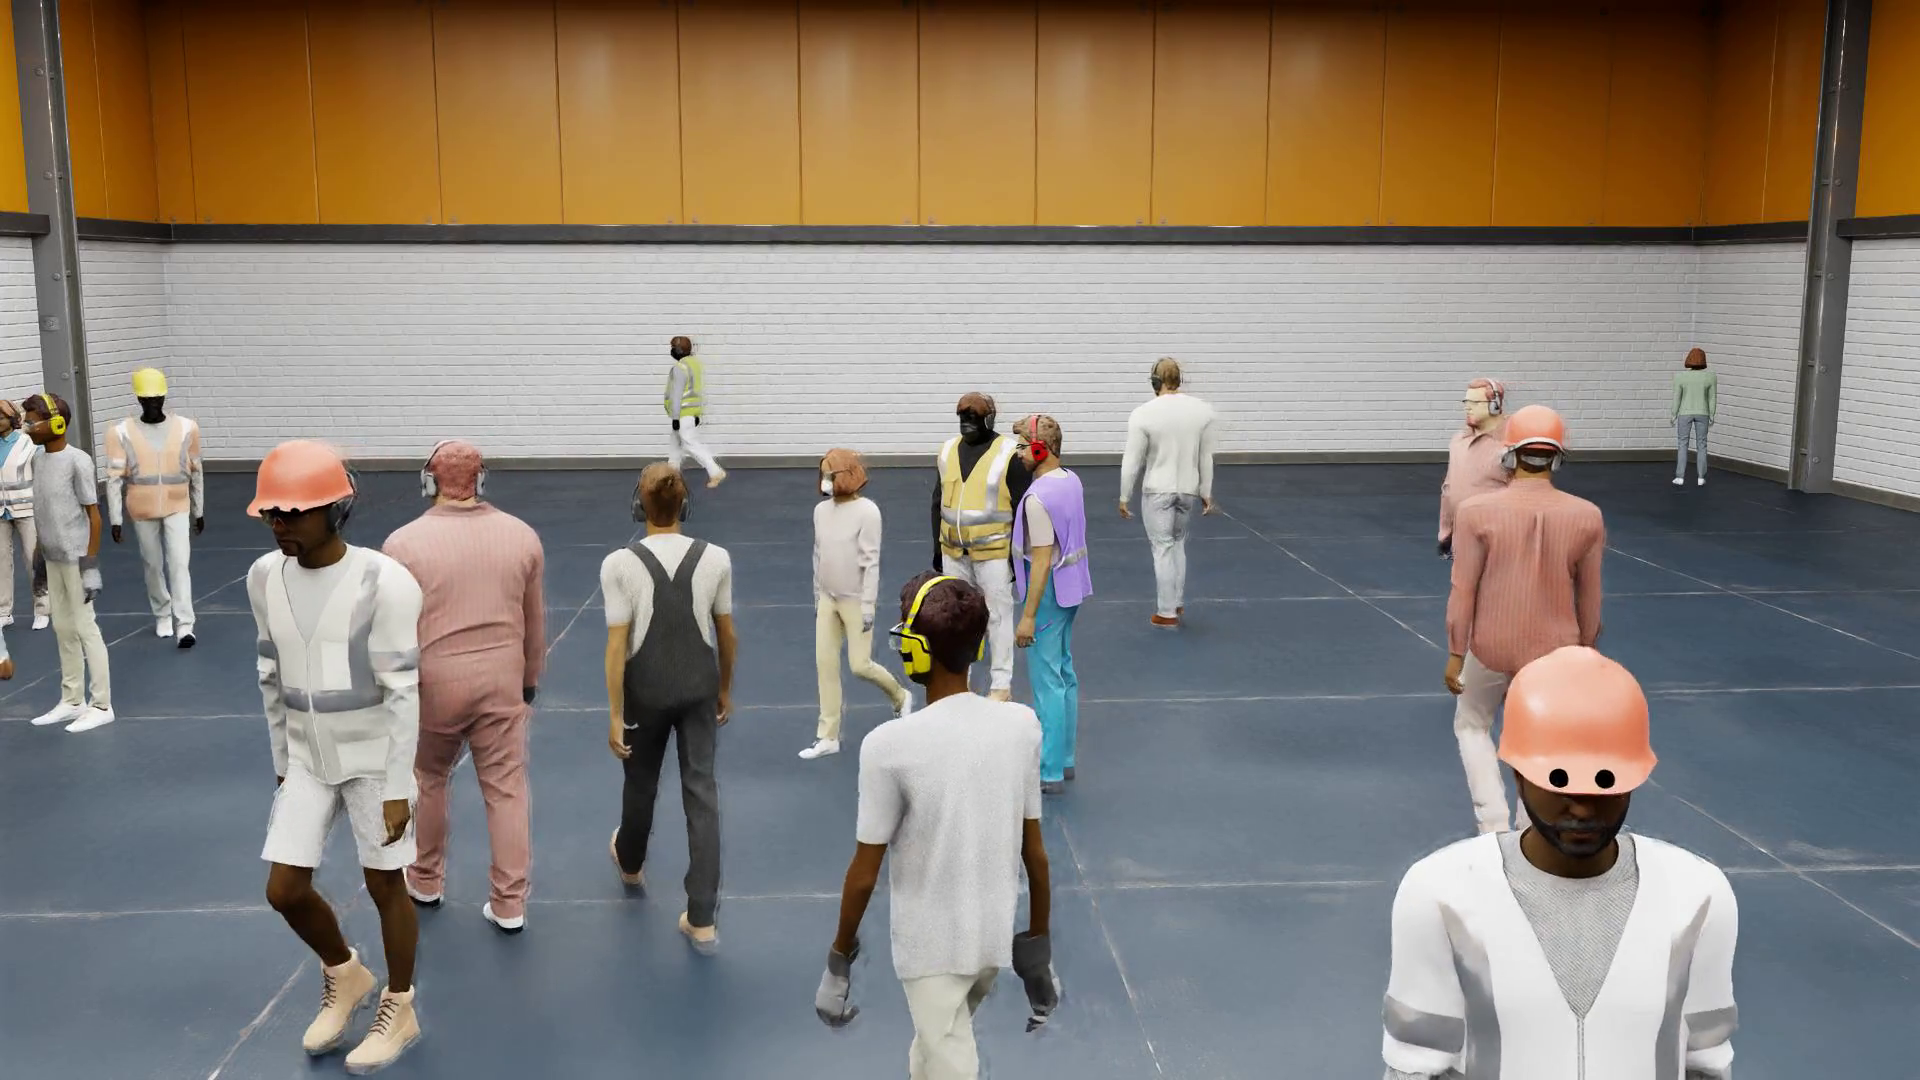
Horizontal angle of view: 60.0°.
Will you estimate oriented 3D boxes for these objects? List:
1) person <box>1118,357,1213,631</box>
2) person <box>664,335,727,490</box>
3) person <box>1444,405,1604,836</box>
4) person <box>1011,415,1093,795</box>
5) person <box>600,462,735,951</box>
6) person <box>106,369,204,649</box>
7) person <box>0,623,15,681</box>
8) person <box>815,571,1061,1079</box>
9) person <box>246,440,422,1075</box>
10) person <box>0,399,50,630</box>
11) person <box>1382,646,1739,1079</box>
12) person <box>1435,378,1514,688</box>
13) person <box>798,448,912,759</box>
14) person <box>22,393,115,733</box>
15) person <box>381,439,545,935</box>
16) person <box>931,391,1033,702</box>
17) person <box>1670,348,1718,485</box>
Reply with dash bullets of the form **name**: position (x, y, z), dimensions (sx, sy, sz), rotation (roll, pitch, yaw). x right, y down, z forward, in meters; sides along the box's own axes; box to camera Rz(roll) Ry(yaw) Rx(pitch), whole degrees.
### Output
- **person**: position (1.410, -0.335, 11.803), dimensions (0.662, 1.925, 0.620), rotation (-4, 10, -22)
- **person**: position (-3.154, -1.475, 19.353), dimensions (0.869, 1.816, 0.632), rotation (1, 9, 8)
- **person**: position (2.301, 0.434, 6.828), dimensions (0.644, 1.973, 0.445), rotation (0, 9, 1)
- **person**: position (0.431, 0.314, 8.023), dimensions (0.390, 1.838, 0.563), rotation (3, 10, 19)
- **person**: position (-1.132, 0.591, 6.423), dimensions (0.522, 1.788, 0.990), rotation (-3, 10, -20)
- **person**: position (-5.398, -0.210, 11.199), dimensions (0.607, 1.868, 1.004), rotation (-5, 10, -29)
- **person**: position (-4.381, 0.505, 7.177), dimensions (0.490, 1.729, 0.465), rotation (2, 9, 11)
- **person**: position (-0.006, 0.983, 3.896), dimensions (0.534, 1.824, 0.989), rotation (-7, 12, -39)
- **person**: position (-1.911, 0.689, 5.129), dimensions (0.615, 2.016, 0.536), rotation (2, 9, 14)
- **person**: position (-6.658, -0.171, 11.692), dimensions (0.523, 1.638, 0.310), rotation (-1, 9, -7)
- **person**: position (0.970, 1.111, 2.734), dimensions (0.576, 1.921, 0.417), rotation (1, 9, 9)
- **person**: position (3.101, -0.014, 9.923), dimensions (0.442, 1.896, 0.663), rotation (-4, 10, -21)
- **person**: position (-0.559, 0.317, 8.677), dimensions (0.510, 1.615, 0.619), rotation (8, 12, 42)
- **person**: position (-4.915, 0.128, 9.136), dimensions (0.559, 1.860, 0.333), rotation (6, 11, 31)
- **person**: position (-1.956, 0.546, 6.452), dimensions (0.672, 1.871, 0.874), rotation (-7, 11, -37)
- **person**: position (0.098, 0.063, 9.595), dimensions (0.633, 1.839, 0.429), rotation (6, 11, 32)
- **person**: position (8.744, -1.467, 19.841), dimensions (0.498, 1.634, 0.280), rotation (2, 9, 15)
